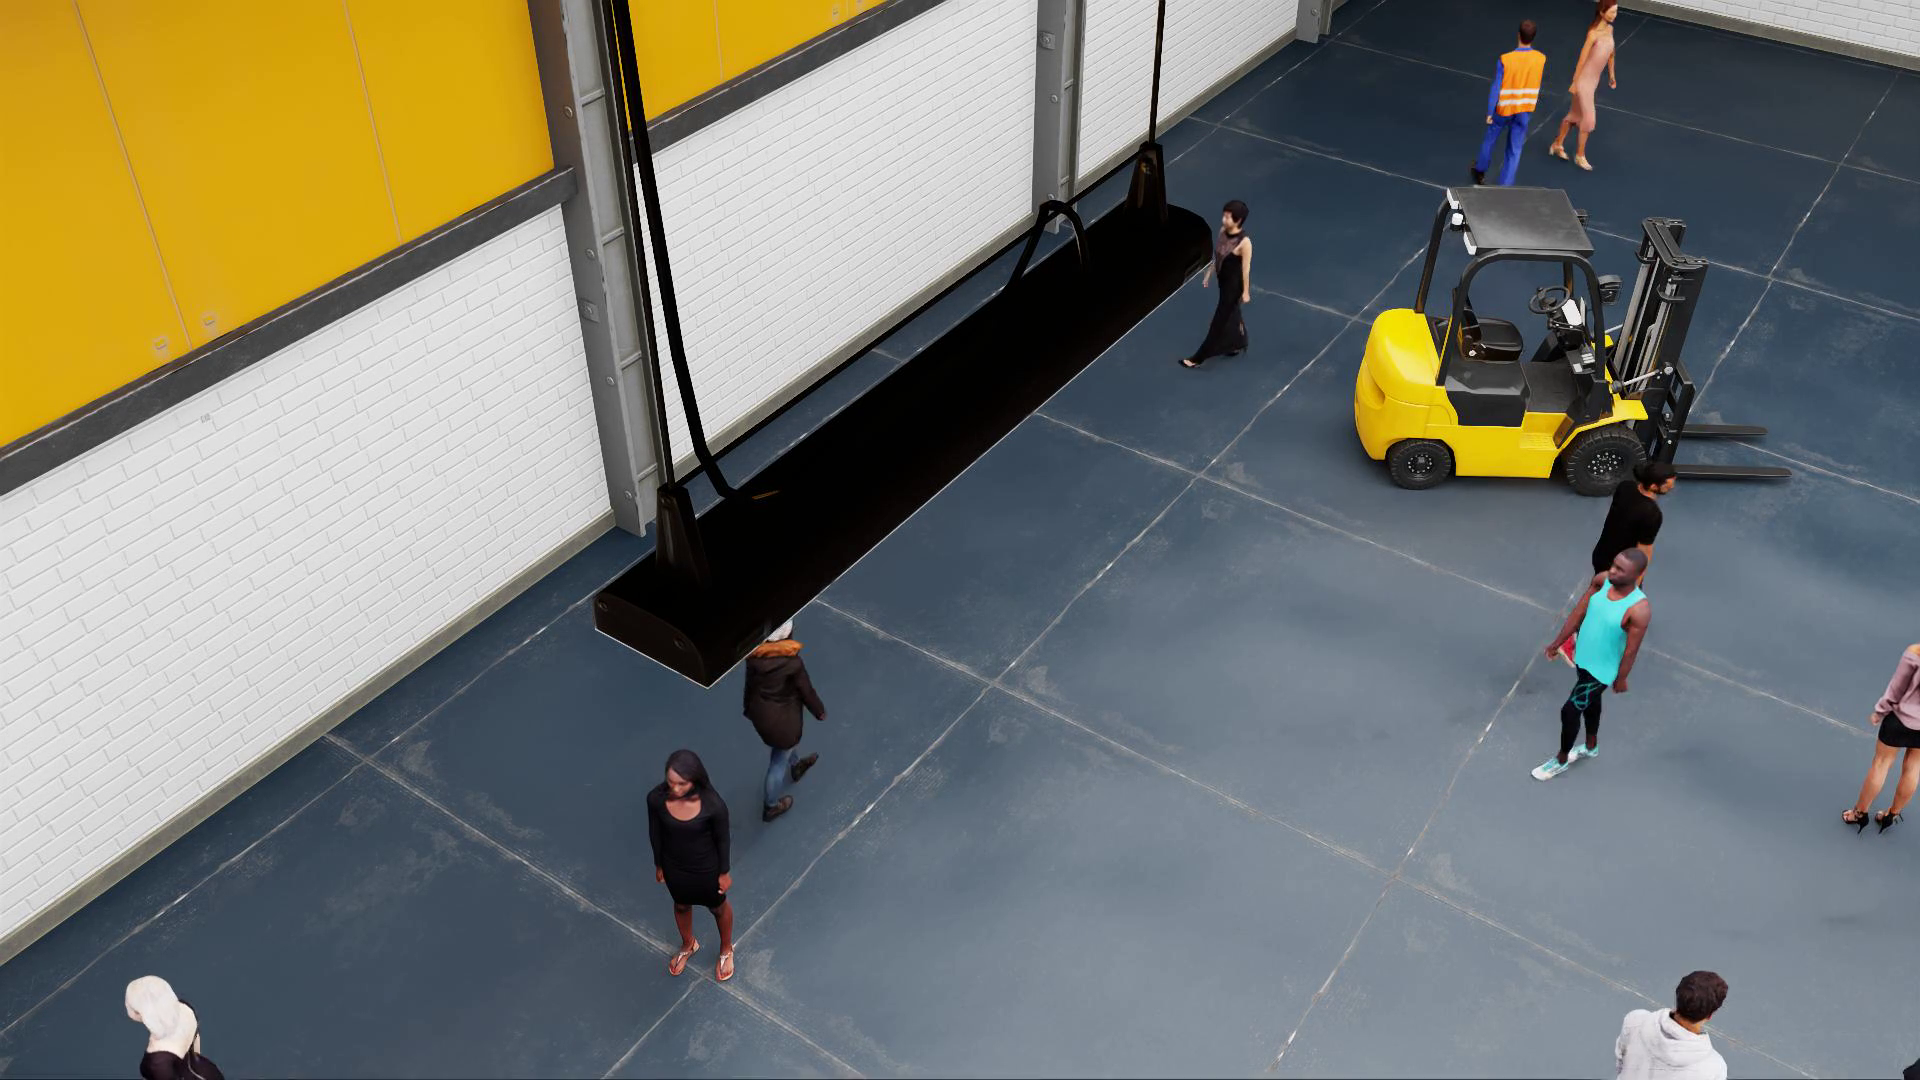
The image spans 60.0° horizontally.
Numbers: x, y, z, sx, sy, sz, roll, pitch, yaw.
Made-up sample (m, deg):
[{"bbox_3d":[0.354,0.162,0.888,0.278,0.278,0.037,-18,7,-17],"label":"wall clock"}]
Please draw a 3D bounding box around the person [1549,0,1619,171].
[{"bbox_3d":[6.512,-4.843,17.505,0.731,1.811,0.746,29,47,32],"label":"person"}]

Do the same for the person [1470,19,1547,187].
[{"bbox_3d":[5.590,-4.268,16.770,1.033,1.830,1.175,2,39,2],"label":"person"}]

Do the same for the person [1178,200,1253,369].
[{"bbox_3d":[2.408,-2.215,14.413,1.094,1.563,0.942,-15,41,-18],"label":"person"}]

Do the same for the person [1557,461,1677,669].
[{"bbox_3d":[4.395,0.185,11.267,1.008,1.740,0.925,-12,40,-15],"label":"person"}]

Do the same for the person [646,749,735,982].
[{"bbox_3d":[-1.479,1.801,9.257,0.682,1.722,0.659,6,39,8],"label":"person"}]

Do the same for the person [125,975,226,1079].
[{"bbox_3d":[-3.587,2.713,8.037,0.786,1.819,0.720,-4,39,-5],"label":"person"}]

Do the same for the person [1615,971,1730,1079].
[{"bbox_3d":[3.181,2.831,7.847,0.827,1.872,1.231,31,48,33],"label":"person"}]

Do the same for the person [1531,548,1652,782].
[{"bbox_3d":[4.117,0.756,10.509,0.917,1.792,0.849,-8,39,-10],"label":"person"}]

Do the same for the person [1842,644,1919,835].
[{"bbox_3d":[5.776,1.106,10.057,0.692,1.810,0.672,6,39,8],"label":"person"}]

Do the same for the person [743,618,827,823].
[{"bbox_3d":[-1.162,1.116,10.202,0.648,1.614,0.845,28,46,30],"label":"person"}]
